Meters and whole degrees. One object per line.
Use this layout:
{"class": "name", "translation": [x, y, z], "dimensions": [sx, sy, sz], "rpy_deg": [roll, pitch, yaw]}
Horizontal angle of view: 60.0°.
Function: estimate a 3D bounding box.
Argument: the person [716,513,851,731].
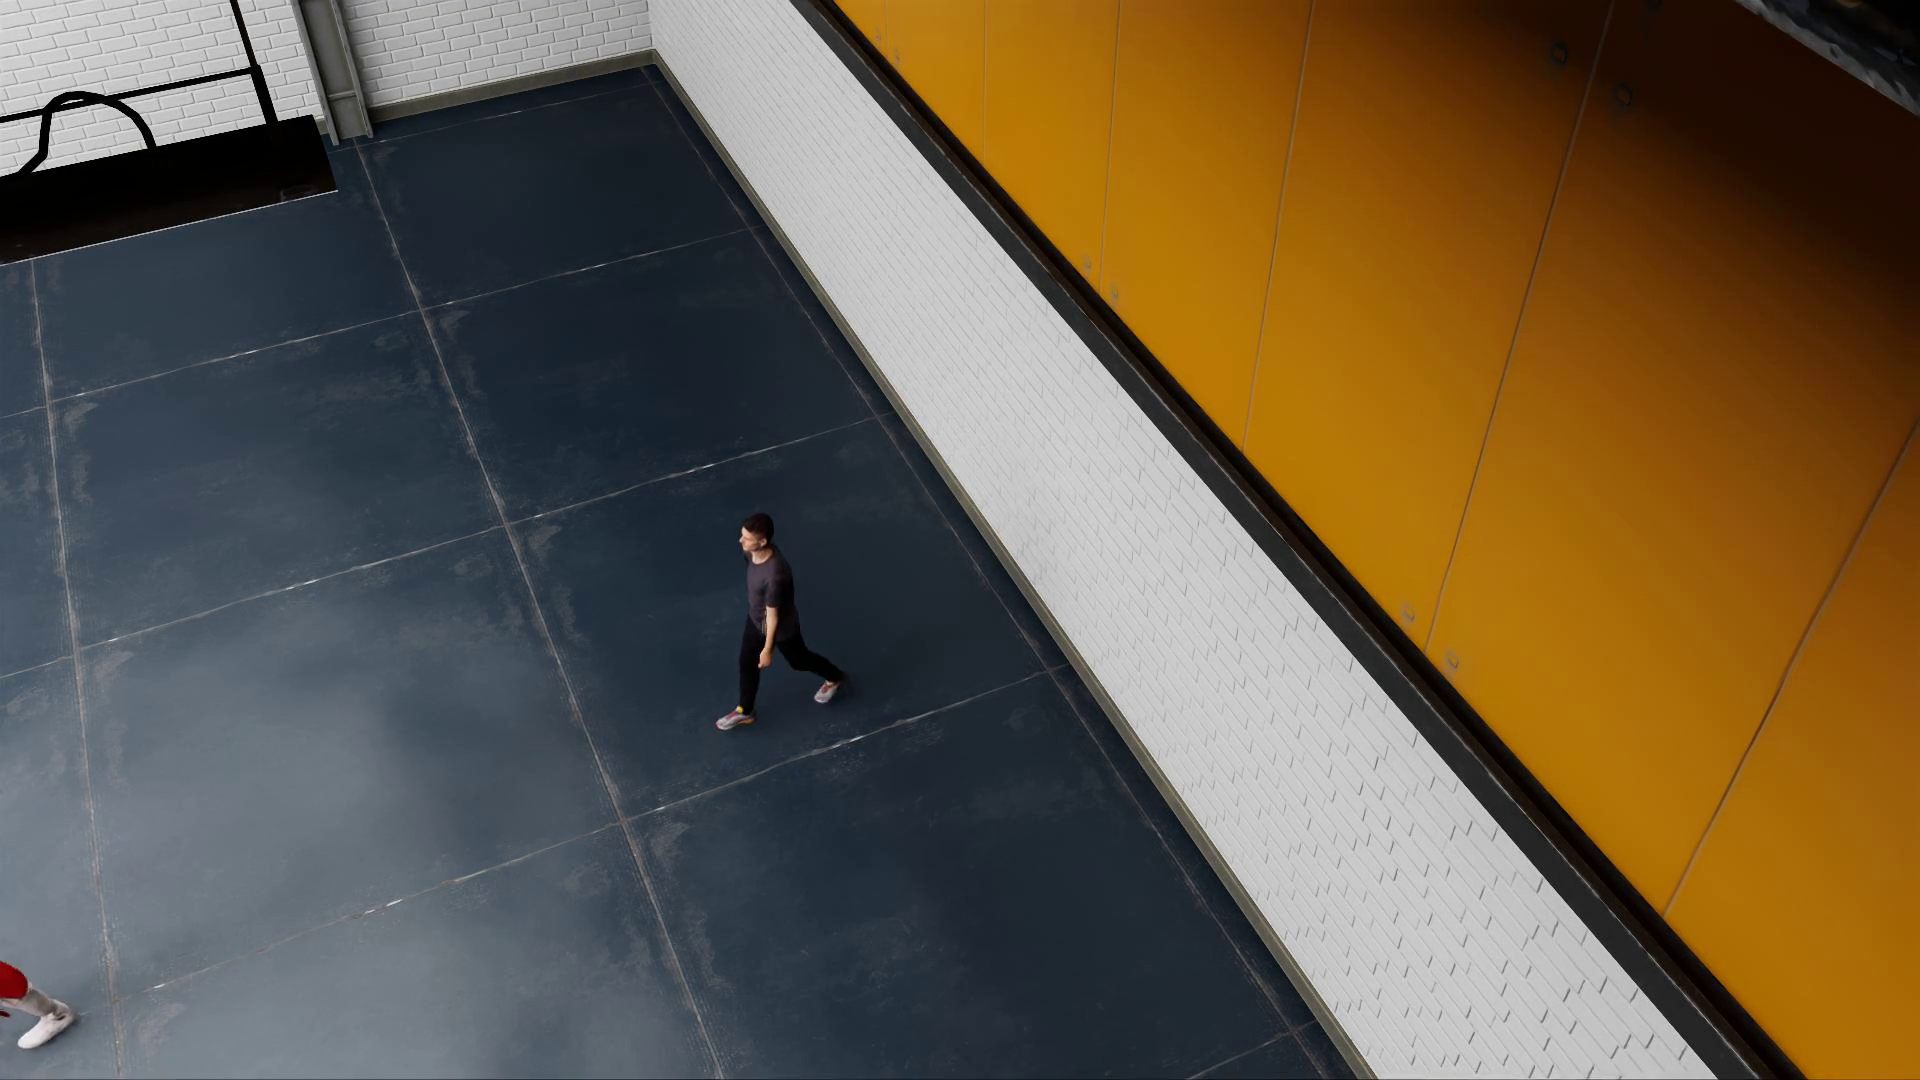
{"class": "person", "translation": [-1.088, 0.506, 10.474], "dimensions": [1.190, 1.727, 0.756], "rpy_deg": [-25, 49, -24]}
